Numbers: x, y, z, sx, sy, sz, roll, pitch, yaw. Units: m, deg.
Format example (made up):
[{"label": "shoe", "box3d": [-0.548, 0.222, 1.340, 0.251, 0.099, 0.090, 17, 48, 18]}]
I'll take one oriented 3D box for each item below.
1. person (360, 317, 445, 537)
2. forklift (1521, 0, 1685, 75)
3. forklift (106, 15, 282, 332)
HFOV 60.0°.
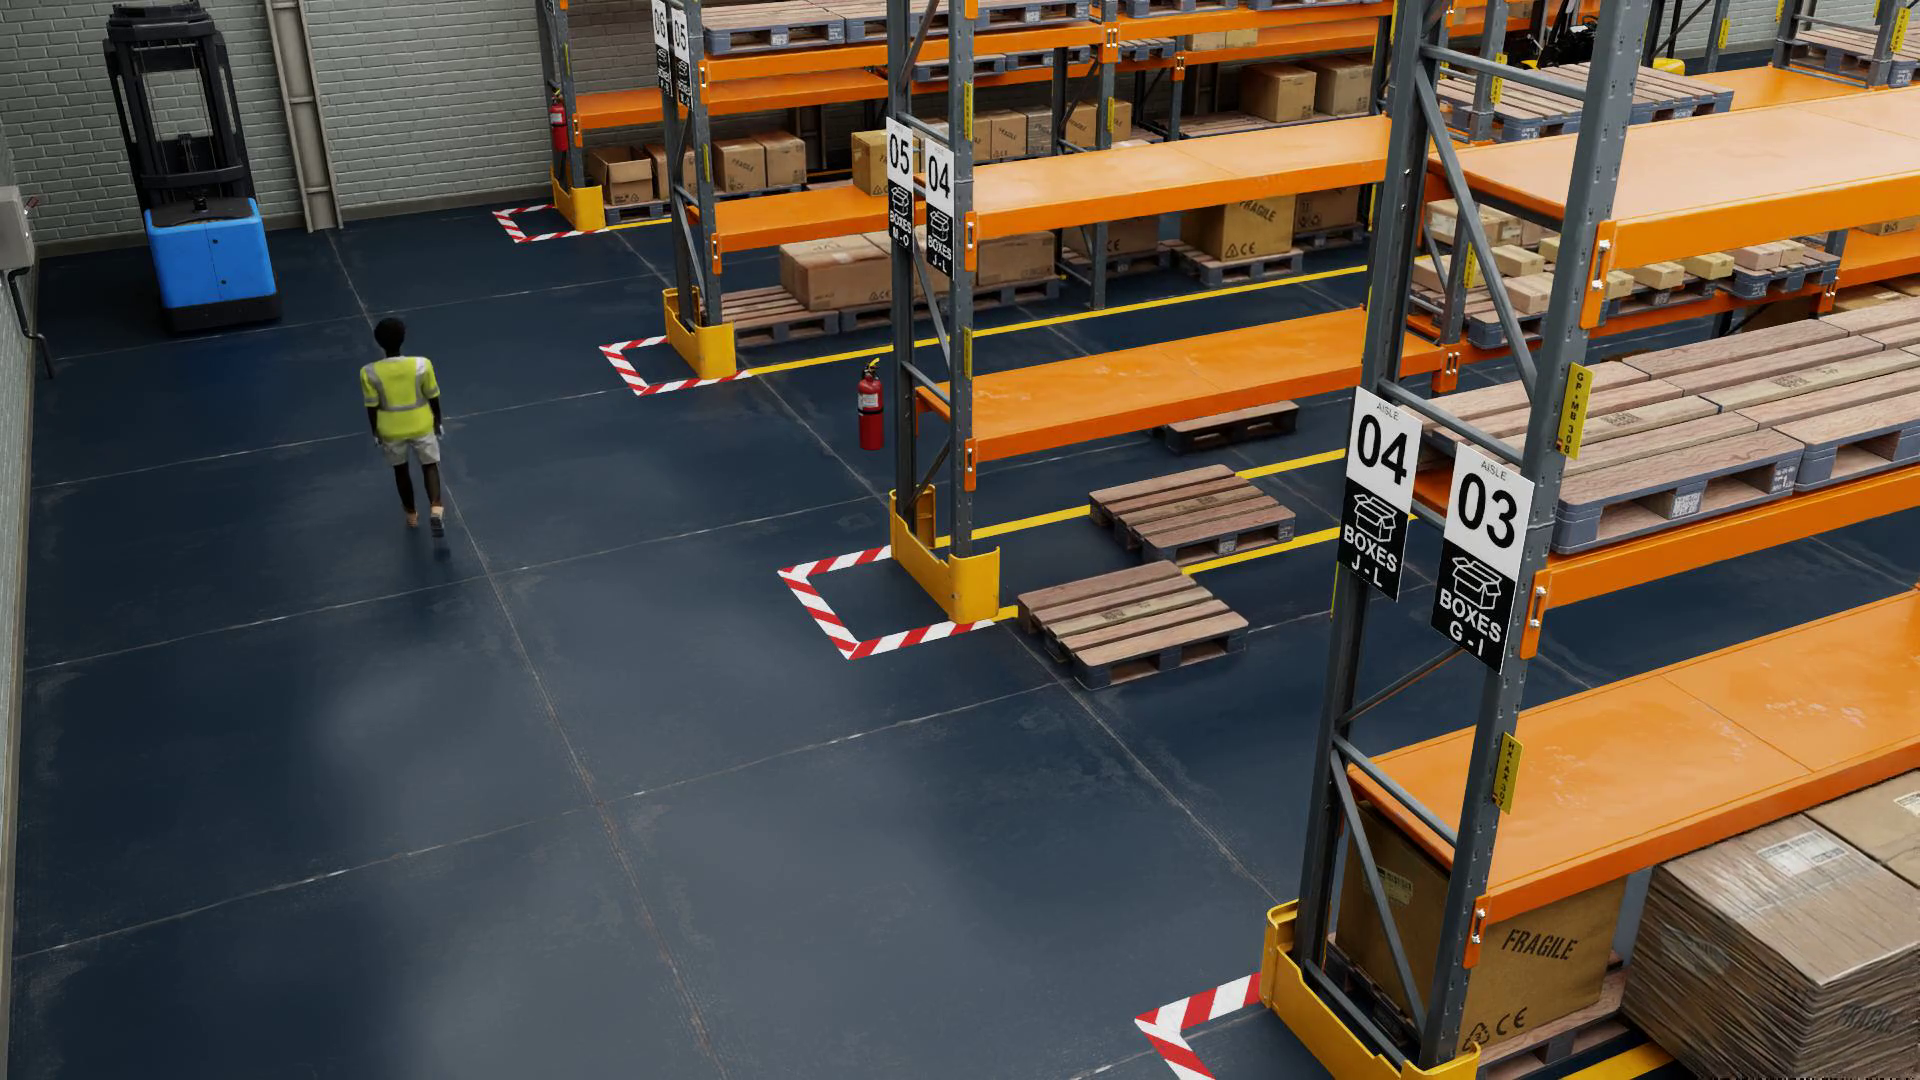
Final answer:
[{"label": "person", "box3d": [-4.016, -0.791, 12.088, 0.538, 1.680, 0.641, -10, 29, -19]}, {"label": "forklift", "box3d": [8.950, -6.807, 23.056, 1.214, 2.155, 2.313, -12, 30, -22]}, {"label": "forklift", "box3d": [-7.548, -3.672, 16.323, 1.129, 2.768, 1.873, -12, 30, -22]}]
